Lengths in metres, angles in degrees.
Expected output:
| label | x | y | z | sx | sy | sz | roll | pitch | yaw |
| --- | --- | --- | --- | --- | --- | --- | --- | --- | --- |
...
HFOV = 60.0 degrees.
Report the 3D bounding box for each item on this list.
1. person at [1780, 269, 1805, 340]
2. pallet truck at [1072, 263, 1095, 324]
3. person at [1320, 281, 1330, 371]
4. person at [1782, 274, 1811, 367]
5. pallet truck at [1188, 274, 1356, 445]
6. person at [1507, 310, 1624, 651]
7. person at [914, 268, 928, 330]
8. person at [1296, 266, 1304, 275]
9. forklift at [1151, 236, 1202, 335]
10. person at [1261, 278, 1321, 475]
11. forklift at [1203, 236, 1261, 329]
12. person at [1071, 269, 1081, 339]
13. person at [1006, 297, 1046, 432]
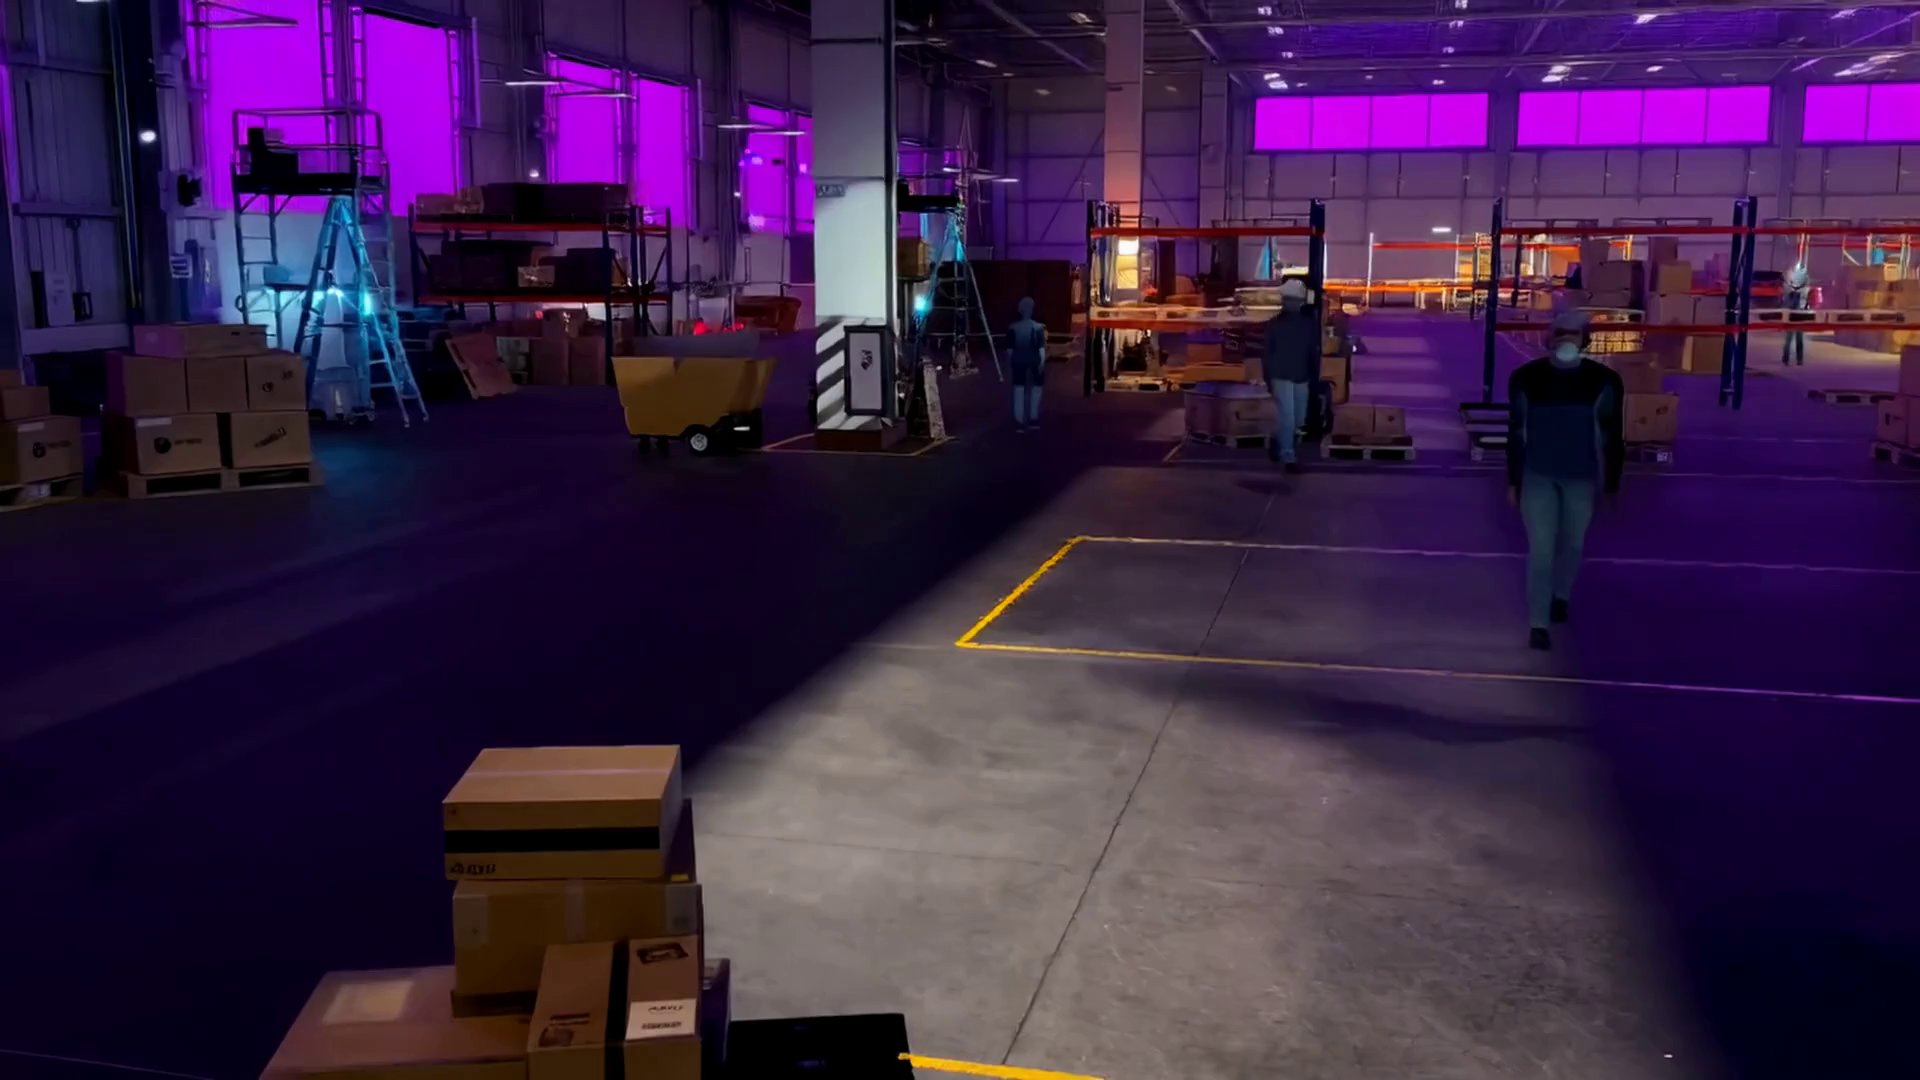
| label | x | y | z | sx | sy | sz | roll | pitch | yaw |
| --- | --- | --- | --- | --- | --- | --- | --- | --- | --- |
| person | 22.125 | -6.254 | 44.217 | 0.609 | 1.860 | 1.017 | 2 | 10 | 10 |
| pallet truck | 4.325 | -8.180 | 55.162 | 0.823 | 1.965 | 1.885 | 6 | 11 | 31 |
| person | 6.905 | -4.107 | 31.951 | 0.485 | 1.736 | 0.322 | -5 | 11 | -27 |
| person | 16.712 | -4.388 | 33.283 | 0.505 | 1.845 | 0.345 | 5 | 11 | 29 |
| pallet truck | 3.653 | -2.138 | 19.590 | 1.885 | 1.965 | 0.823 | -4 | 10 | -20 |
| person | 3.454 | -0.374 | 9.542 | 0.639 | 1.896 | 1.029 | 4 | 10 | 22 |
| person | -1.165 | -7.328 | 50.366 | 0.392 | 1.928 | 0.543 | 6 | 11 | 30 |
| person | 10.189 | -7.206 | 49.672 | 0.637 | 1.917 | 0.723 | 7 | 12 | 35 |
| forklift | 5.866 | -7.214 | 46.878 | 1.873 | 2.768 | 1.129 | 2 | 10 | 14 |
| person | 3.326 | -1.677 | 16.937 | 0.613 | 1.973 | 0.801 | -4 | 10 | -20 |
| forklift | 8.181 | -7.859 | 50.677 | 1.873 | 2.768 | 1.129 | -2 | 10 | -12 |
| person | 2.922 | -6.373 | 44.891 | 0.668 | 1.881 | 1.049 | -6 | 11 | -31 |
| person | 0.843 | -2.200 | 20.847 | 0.552 | 1.682 | 0.436 | 4 | 11 | 24 |
